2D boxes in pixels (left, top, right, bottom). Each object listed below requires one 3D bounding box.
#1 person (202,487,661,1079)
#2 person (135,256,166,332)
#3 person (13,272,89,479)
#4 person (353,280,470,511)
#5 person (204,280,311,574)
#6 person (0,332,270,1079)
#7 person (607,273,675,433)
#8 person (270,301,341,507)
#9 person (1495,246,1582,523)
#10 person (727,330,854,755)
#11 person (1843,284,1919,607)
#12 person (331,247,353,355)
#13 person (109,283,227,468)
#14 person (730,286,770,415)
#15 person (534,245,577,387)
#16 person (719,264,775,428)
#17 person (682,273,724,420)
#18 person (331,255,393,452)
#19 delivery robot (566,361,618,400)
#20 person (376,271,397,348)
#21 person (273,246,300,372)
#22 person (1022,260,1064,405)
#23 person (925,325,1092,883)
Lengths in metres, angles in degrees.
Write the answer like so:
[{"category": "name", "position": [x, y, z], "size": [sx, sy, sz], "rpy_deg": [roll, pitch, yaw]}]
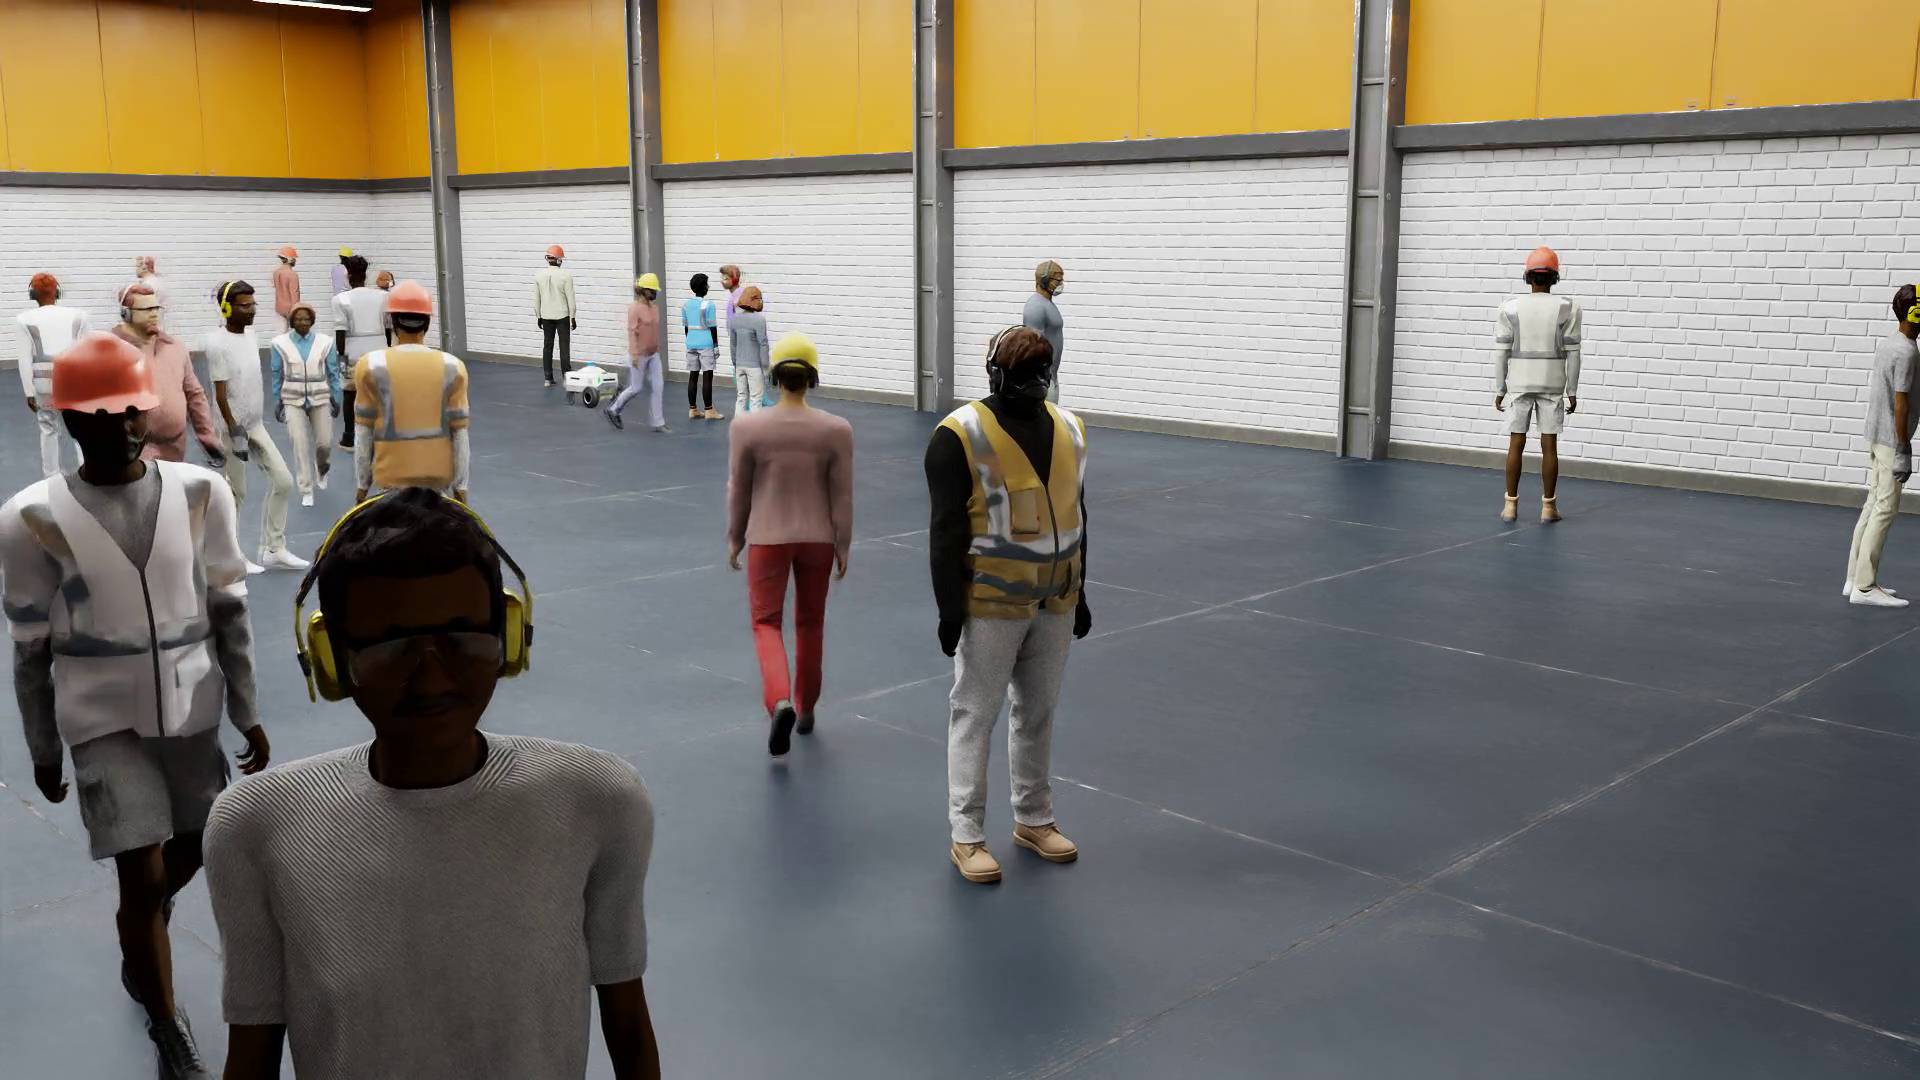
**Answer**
[{"category": "person", "position": [-0.583, 0.859, 1.929], "size": [0.535, 1.869, 0.314], "rpy_deg": [-3, 11, -15]}, {"category": "person", "position": [-10.642, -2.819, 21.990], "size": [0.936, 1.870, 0.651], "rpy_deg": [-4, 11, -19]}, {"category": "person", "position": [-7.402, -1.273, 13.679], "size": [0.592, 1.842, 0.998], "rpy_deg": [-8, 13, -39]}, {"category": "person", "position": [-2.686, -0.320, 8.249], "size": [0.558, 1.920, 0.794], "rpy_deg": [-6, 12, -31]}, {"category": "person", "position": [-4.395, -0.689, 10.414], "size": [0.676, 1.847, 0.521], "rpy_deg": [2, 11, 13]}, {"category": "person", "position": [-2.109, 0.420, 4.238], "size": [0.543, 1.914, 0.894], "rpy_deg": [-9, 14, -41]}, {"category": "person", "position": [-3.476, -2.007, 17.964], "size": [0.725, 1.741, 0.562], "rpy_deg": [5, 12, 27]}, {"category": "person", "position": [-5.215, -1.097, 13.275], "size": [0.517, 1.619, 0.562], "rpy_deg": [-5, 11, -24]}, {"category": "person", "position": [4.284, -1.145, 12.370], "size": [0.608, 2.048, 0.365], "rpy_deg": [4, 11, 22]}, {"category": "person", "position": [-0.691, 0.009, 6.897], "size": [0.526, 1.744, 0.679], "rpy_deg": [-2, 11, -12]}, {"category": "person", "position": [5.387, -0.543, 9.598], "size": [0.332, 1.863, 0.511], "rpy_deg": [3, 11, 18]}, {"category": "person", "position": [-10.898, -4.234, 29.569], "size": [0.585, 1.919, 0.388], "rpy_deg": [6, 12, 30]}, {"category": "person", "position": [-4.616, -0.543, 9.605], "size": [1.008, 1.851, 0.661], "rpy_deg": [4, 11, 21]}, {"category": "person", "position": [-2.069, -1.692, 16.483], "size": [0.507, 1.631, 0.265], "rpy_deg": [9, 14, 41]}, {"category": "person", "position": [-5.706, -3.167, 23.539], "size": [0.622, 1.992, 0.395], "rpy_deg": [3, 11, 14]}, {"category": "person", "position": [-2.358, -2.124, 18.339], "size": [0.554, 1.814, 0.584], "rpy_deg": [-1, 10, -6]}, {"category": "person", "position": [-2.986, -2.232, 19.248], "size": [0.535, 1.700, 0.318], "rpy_deg": [8, 13, 37]}, {"category": "person", "position": [-5.876, -1.811, 16.317], "size": [0.612, 1.931, 0.878], "rpy_deg": [-8, 13, -36]}, {"category": "delivery robot", "position": [-4.610, -1.996, 20.827], "size": [0.707, 0.478, 0.477], "rpy_deg": [9, 13, 40]}, {"category": "person", "position": [-8.513, -3.153, 24.497], "size": [0.585, 1.613, 0.506], "rpy_deg": [1, 10, 8]}, {"category": "person", "position": [-10.465, -3.606, 26.028], "size": [0.622, 1.987, 0.618], "rpy_deg": [7, 12, 33]}, {"category": "person", "position": [0.682, -1.281, 13.417], "size": [0.373, 1.937, 0.630], "rpy_deg": [2, 11, 10]}, {"category": "person", "position": [0.190, 0.207, 5.560], "size": [0.634, 1.841, 0.429], "rpy_deg": [-7, 13, -34]}]
